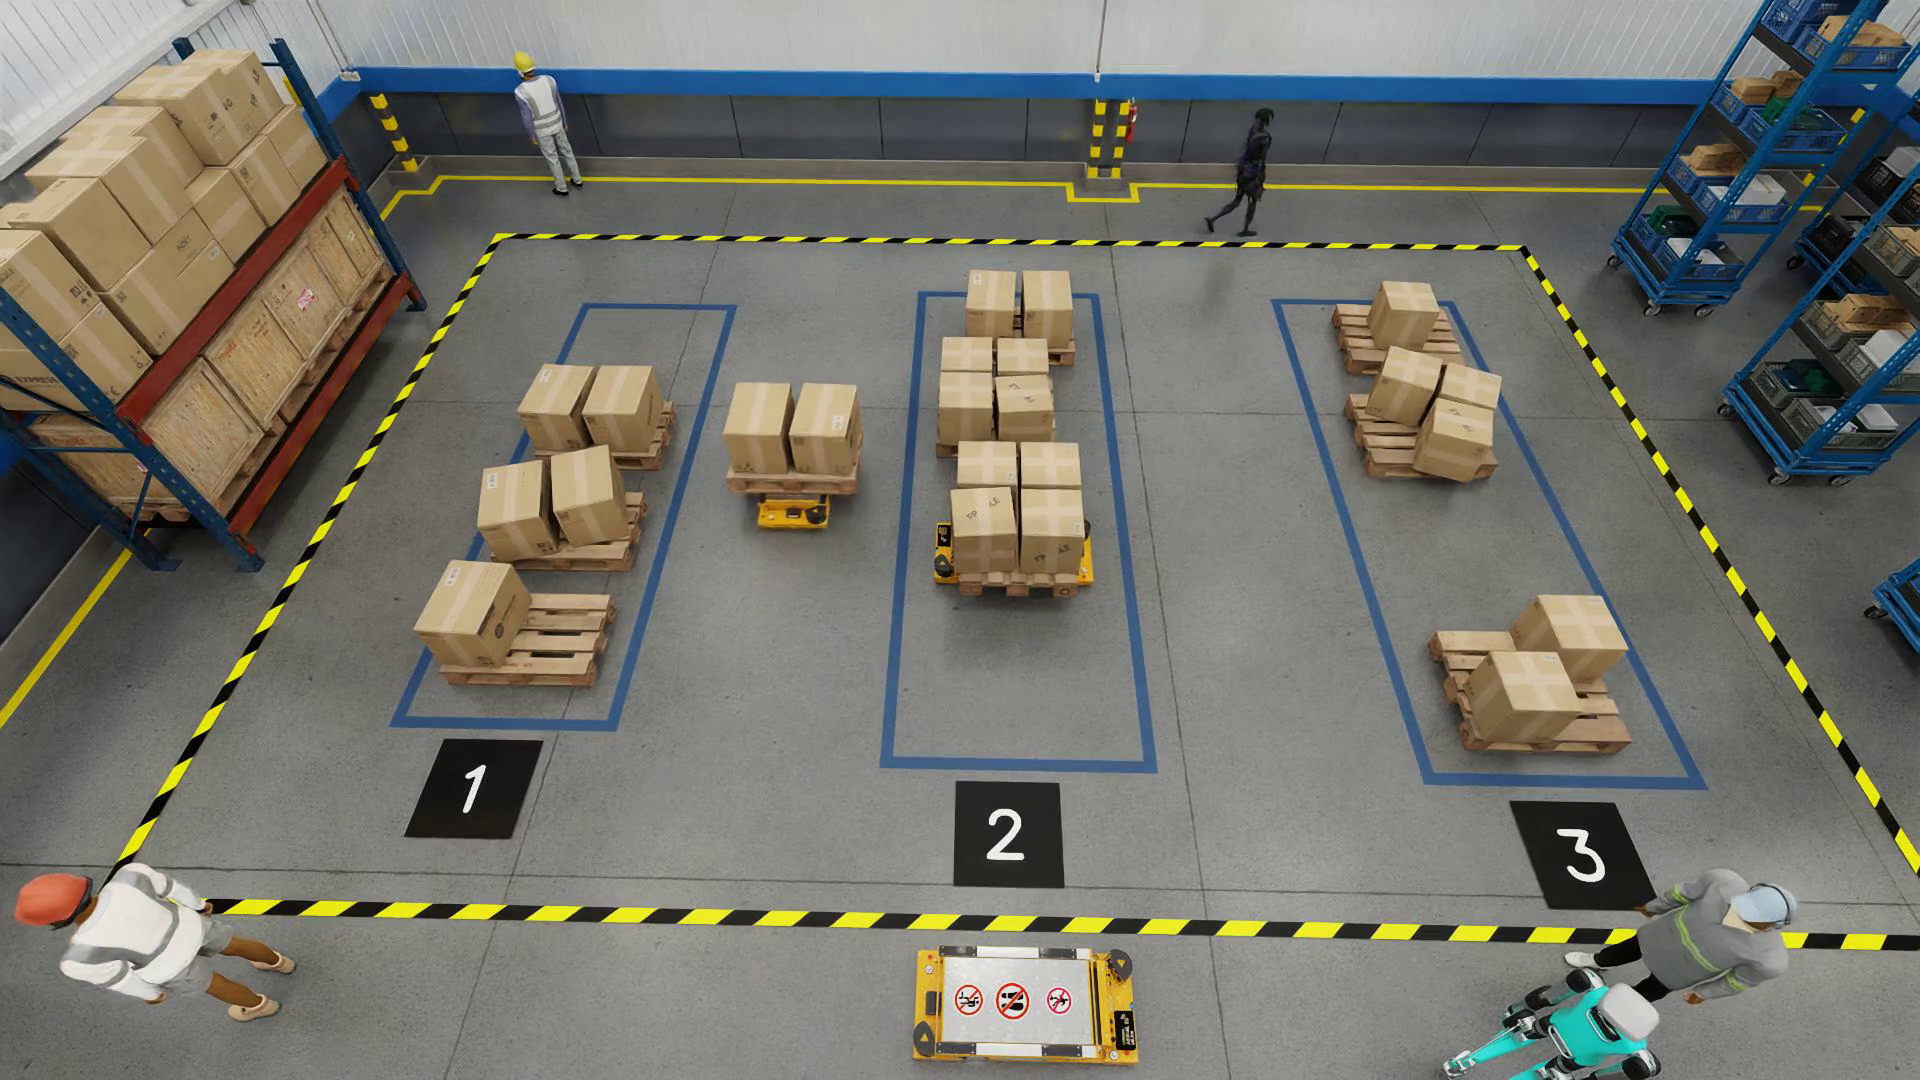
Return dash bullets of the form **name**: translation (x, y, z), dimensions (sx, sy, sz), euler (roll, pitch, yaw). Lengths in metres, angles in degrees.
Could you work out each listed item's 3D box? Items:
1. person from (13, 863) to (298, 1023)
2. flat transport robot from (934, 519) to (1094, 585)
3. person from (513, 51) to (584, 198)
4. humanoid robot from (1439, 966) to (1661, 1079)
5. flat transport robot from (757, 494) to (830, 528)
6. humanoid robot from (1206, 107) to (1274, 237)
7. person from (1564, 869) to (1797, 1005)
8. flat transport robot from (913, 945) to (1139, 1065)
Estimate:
- **person**: translation (-4.661, 2.391, 5.391), dimensions (0.366, 2.048, 0.606), euler (1, 51, 1)
- **flat transport robot**: translation (0.490, 0.087, 8.397), dimensions (1.431, 0.197, 0.652), euler (1, 51, 1)
- **person**: translation (-5.337, -5.345, 11.830), dimensions (0.404, 1.837, 0.591), euler (29, 57, 22)
- **humanoid robot**: translation (3.106, 2.886, 5.098), dimensions (0.735, 1.678, 0.533), euler (-12, 52, -10)
- **flat transport robot**: translation (-1.571, -0.721, 9.055), dimensions (0.652, 0.197, 1.431), euler (1, 51, 1)
- **humanoid robot**: translation (3.497, -4.480, 11.235), dimensions (0.633, 1.637, 0.599), euler (-7, 51, -5)
- **person**: translation (4.295, 2.437, 5.477), dimensions (0.391, 1.850, 0.599), euler (-4, 51, -3)
- **flat transport robot**: translation (0.422, 3.041, 6.007), dimensions (1.431, 0.231, 0.659), euler (1, 51, 1)
